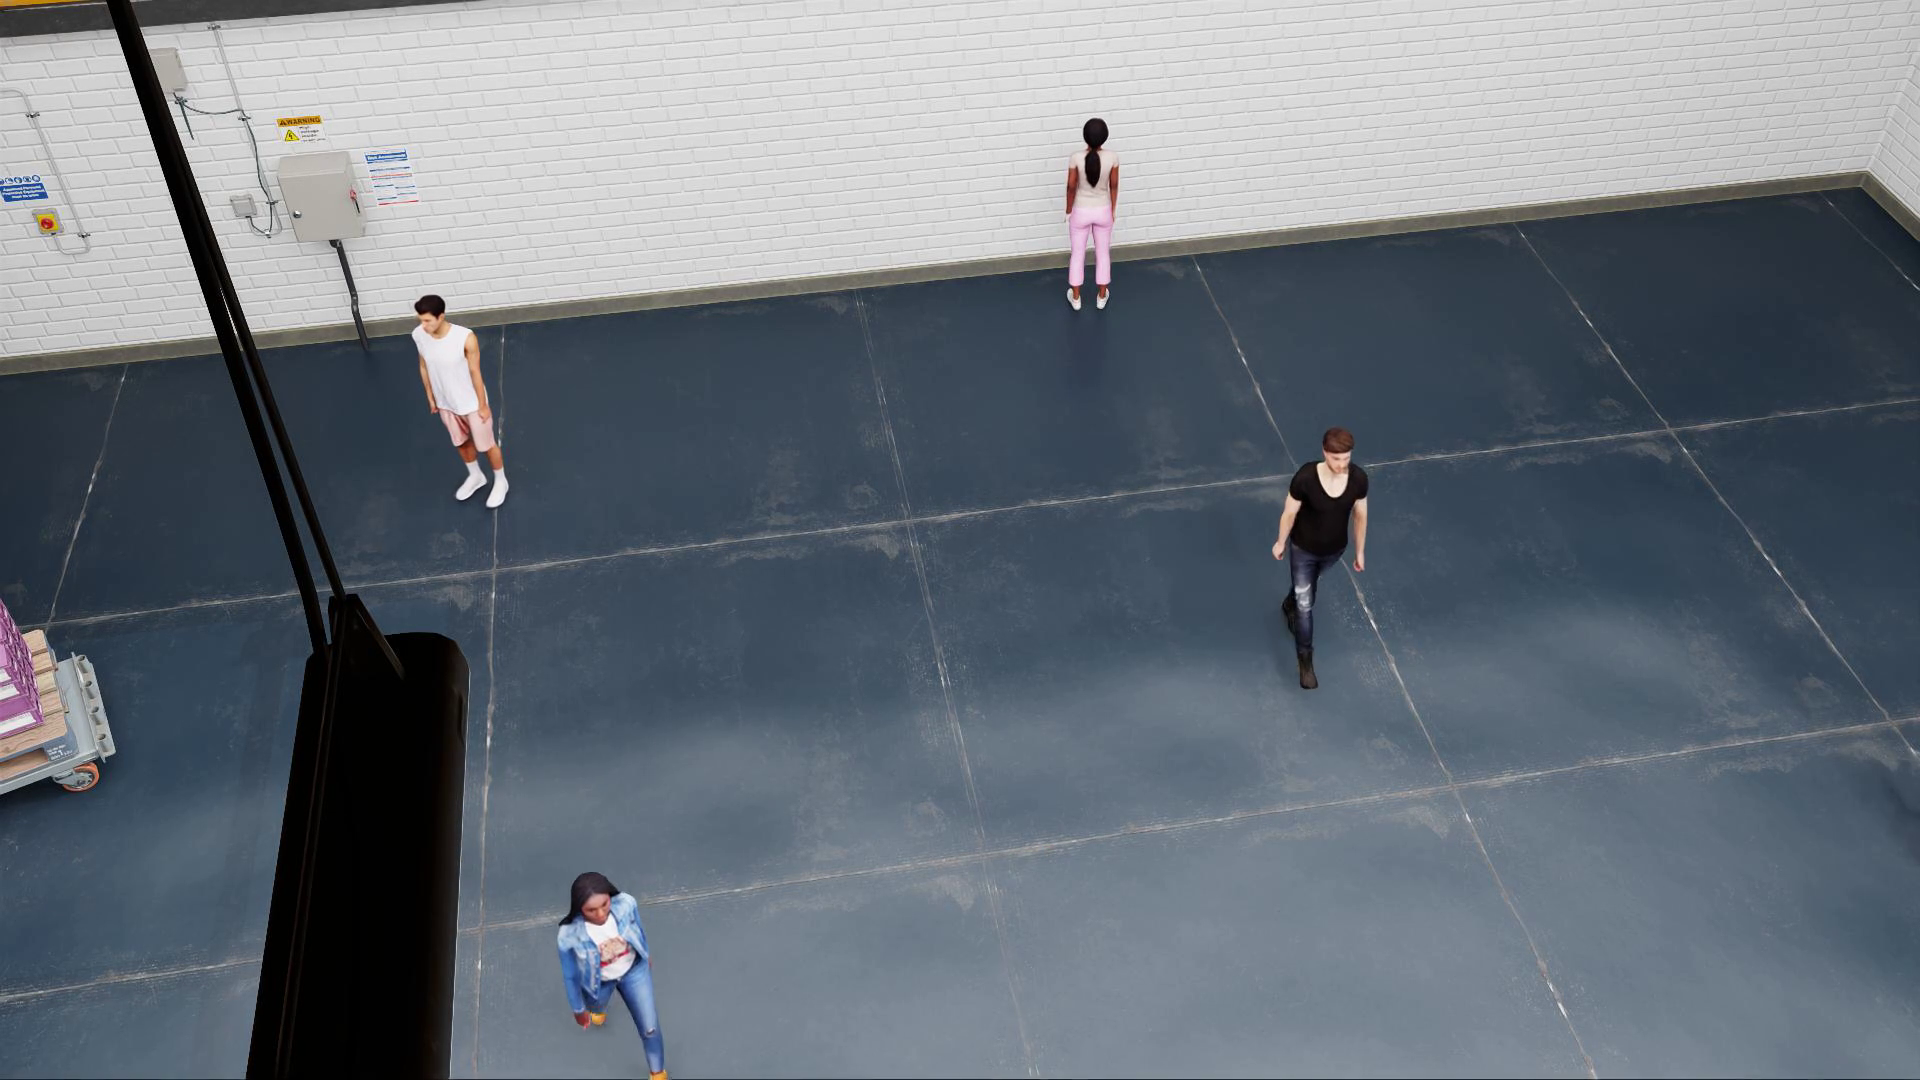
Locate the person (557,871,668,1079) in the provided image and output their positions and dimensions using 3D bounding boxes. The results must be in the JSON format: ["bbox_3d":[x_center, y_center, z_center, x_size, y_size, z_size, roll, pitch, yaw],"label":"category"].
[{"bbox_3d":[-1.823,2.187,8.501,0.977,1.673,1.266,-25,49,-24],"label":"person"}]

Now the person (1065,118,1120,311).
[{"bbox_3d":[1.066,-2.652,13.532,0.601,1.740,0.552,-1,44,-1],"label":"person"}]

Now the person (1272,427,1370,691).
[{"bbox_3d":[2.278,-0.032,10.699,0.723,1.855,1.138,-6,44,-6],"label":"person"}]

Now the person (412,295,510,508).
[{"bbox_3d":[-3.522,-1.016,11.787,0.736,1.780,0.733,11,45,12],"label":"person"}]
